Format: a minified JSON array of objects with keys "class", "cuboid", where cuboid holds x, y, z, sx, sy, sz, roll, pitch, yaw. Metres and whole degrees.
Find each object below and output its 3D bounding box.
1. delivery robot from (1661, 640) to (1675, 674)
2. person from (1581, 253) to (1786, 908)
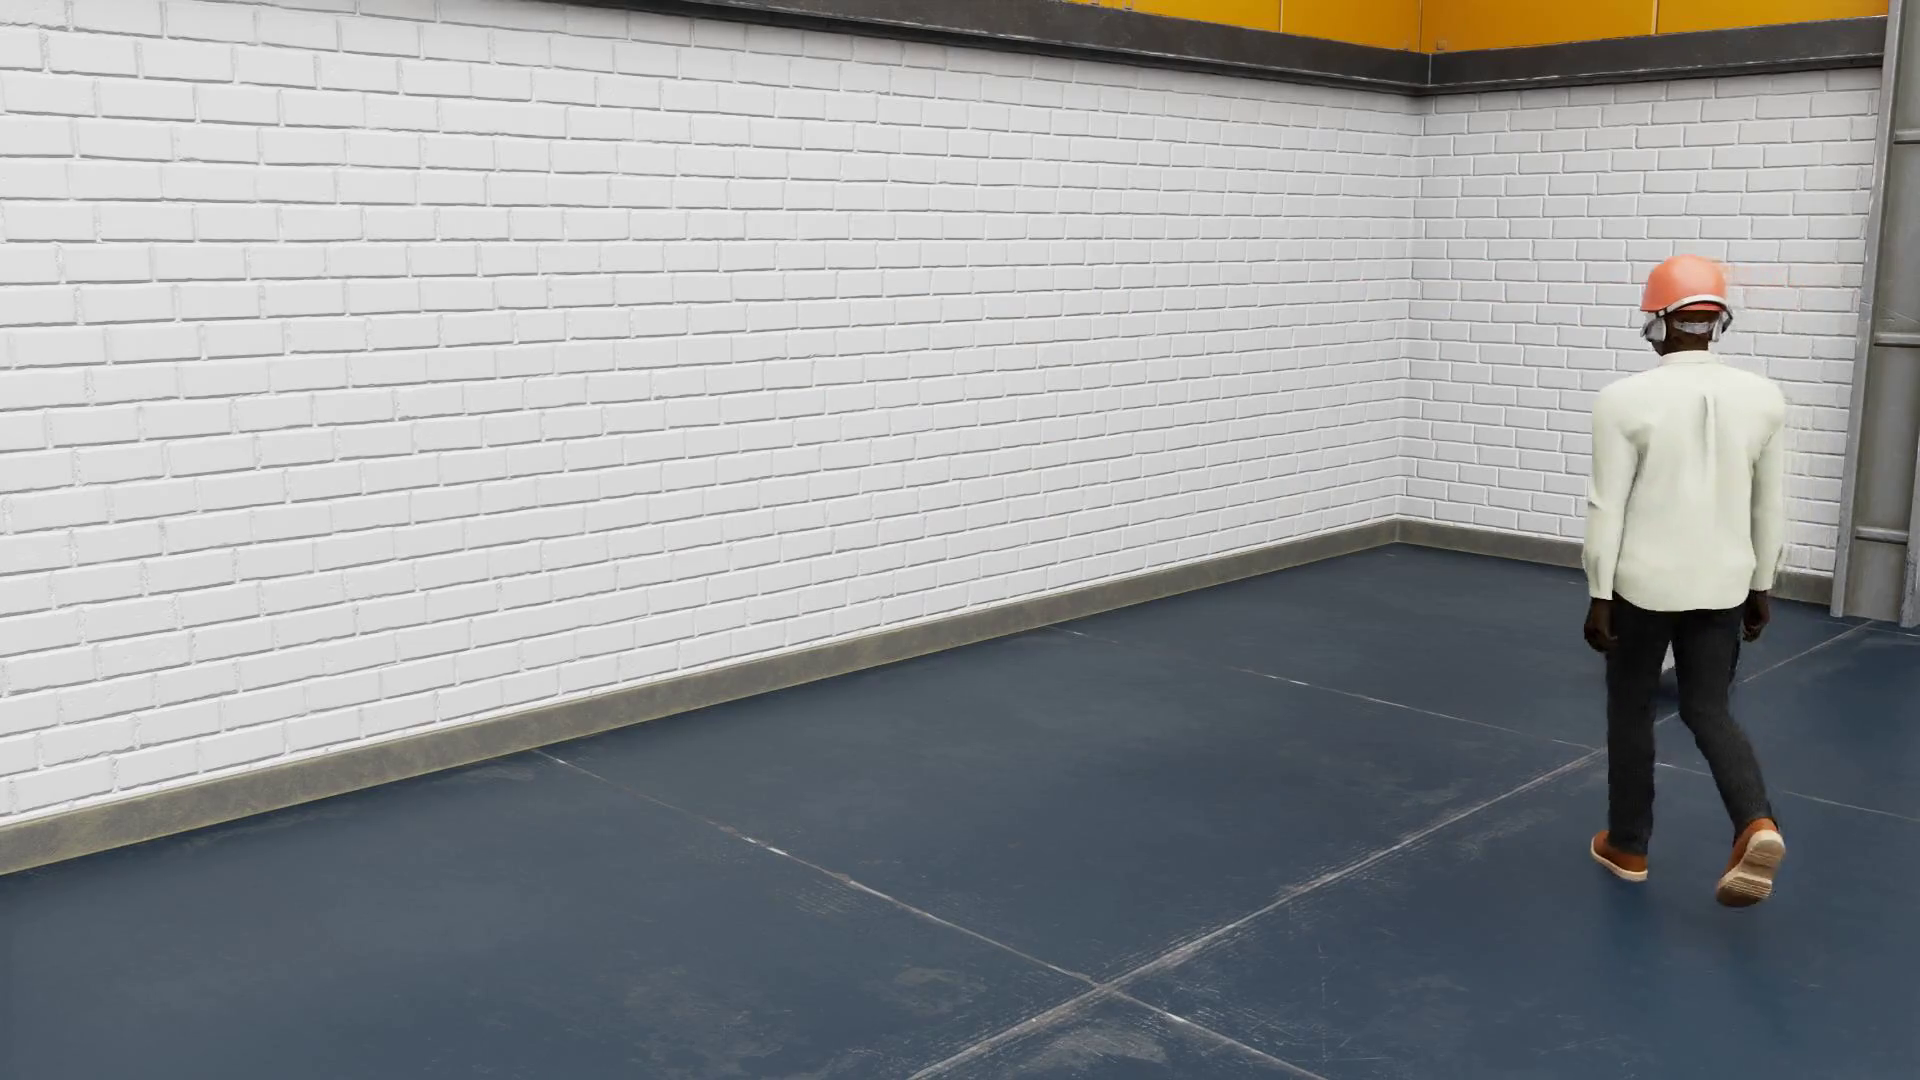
[{"class":"delivery robot","cuboid":[3.166,0.355,7.407,0.477,0.478,0.707,7,12,33]},{"class":"person","cuboid":[2.196,0.140,4.971,0.632,1.971,0.741,-1,10,-5]}]
